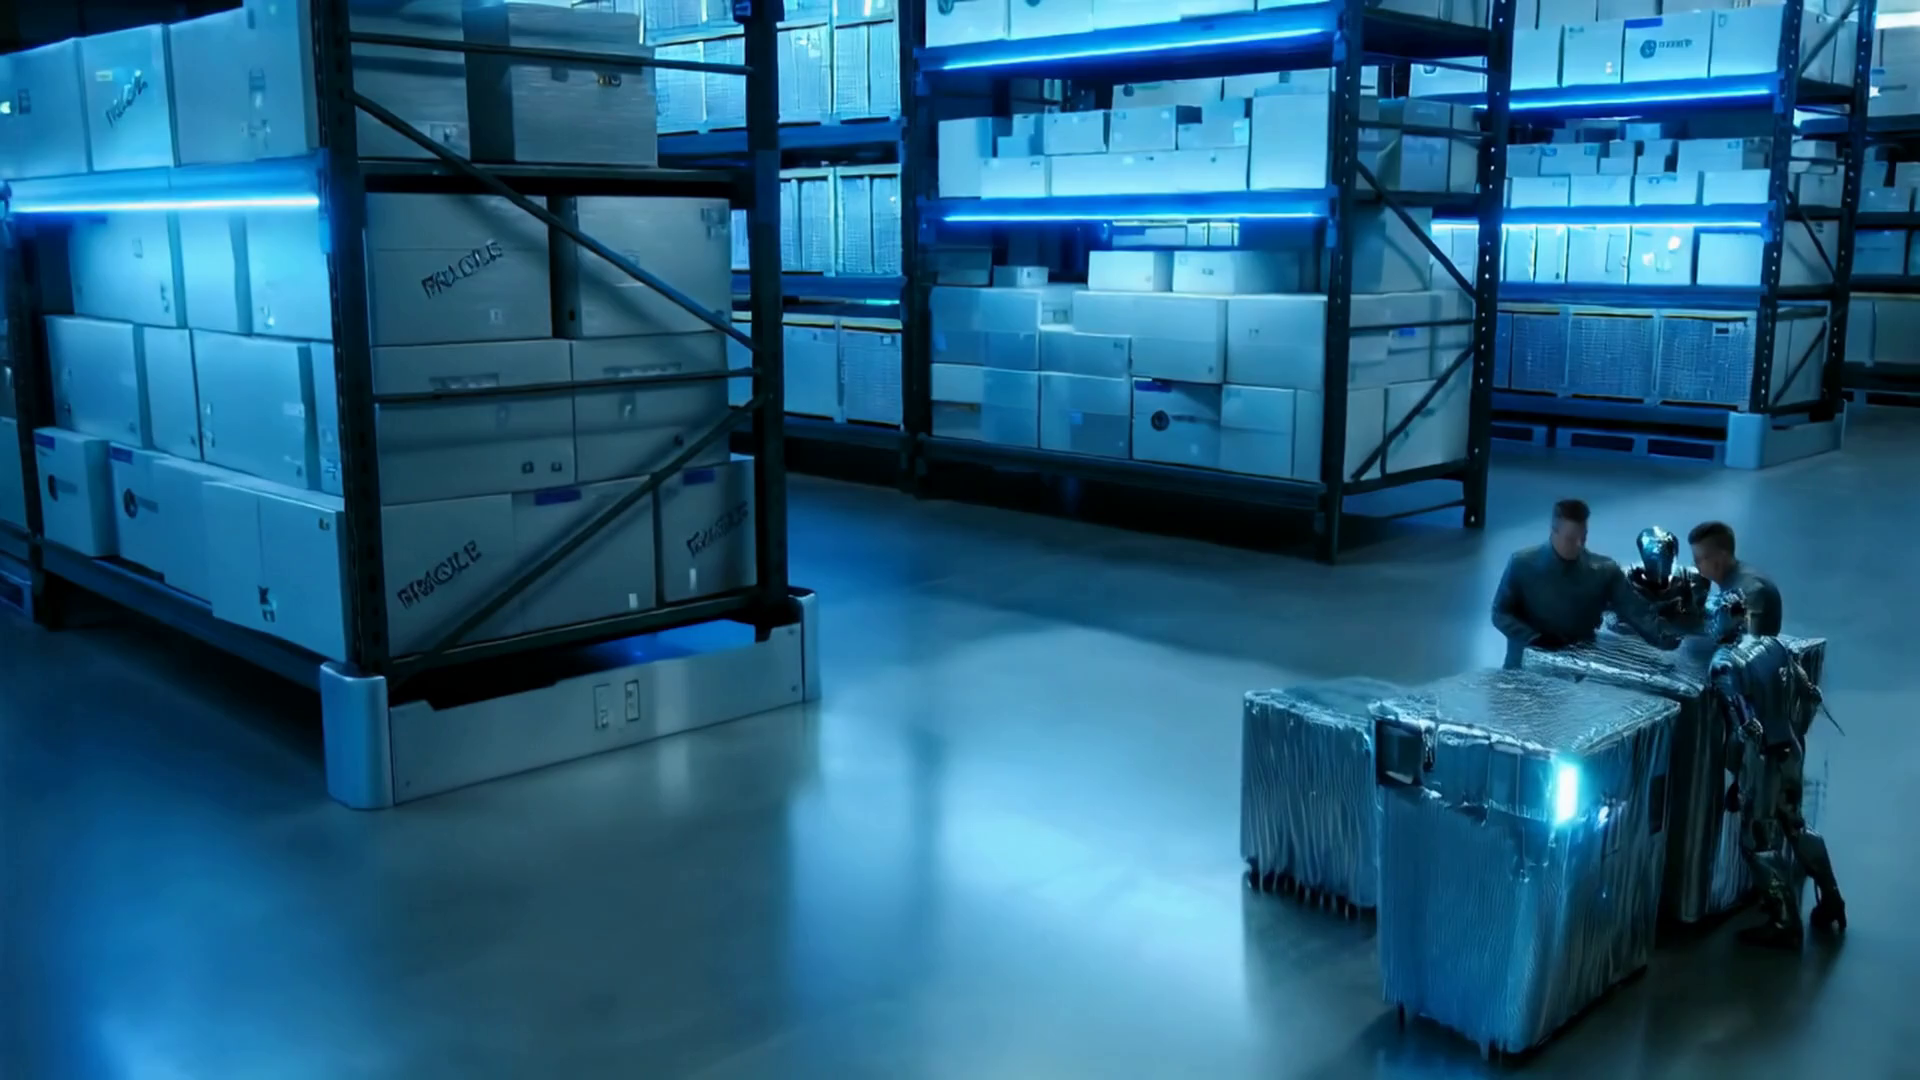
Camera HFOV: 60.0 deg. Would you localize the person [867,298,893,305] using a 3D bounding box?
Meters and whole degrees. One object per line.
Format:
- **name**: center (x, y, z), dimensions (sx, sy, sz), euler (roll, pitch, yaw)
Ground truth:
- **person**: center (-1.060, -2.790, 21.659), dimensions (0.376, 1.931, 0.542), euler (4, 11, 20)
